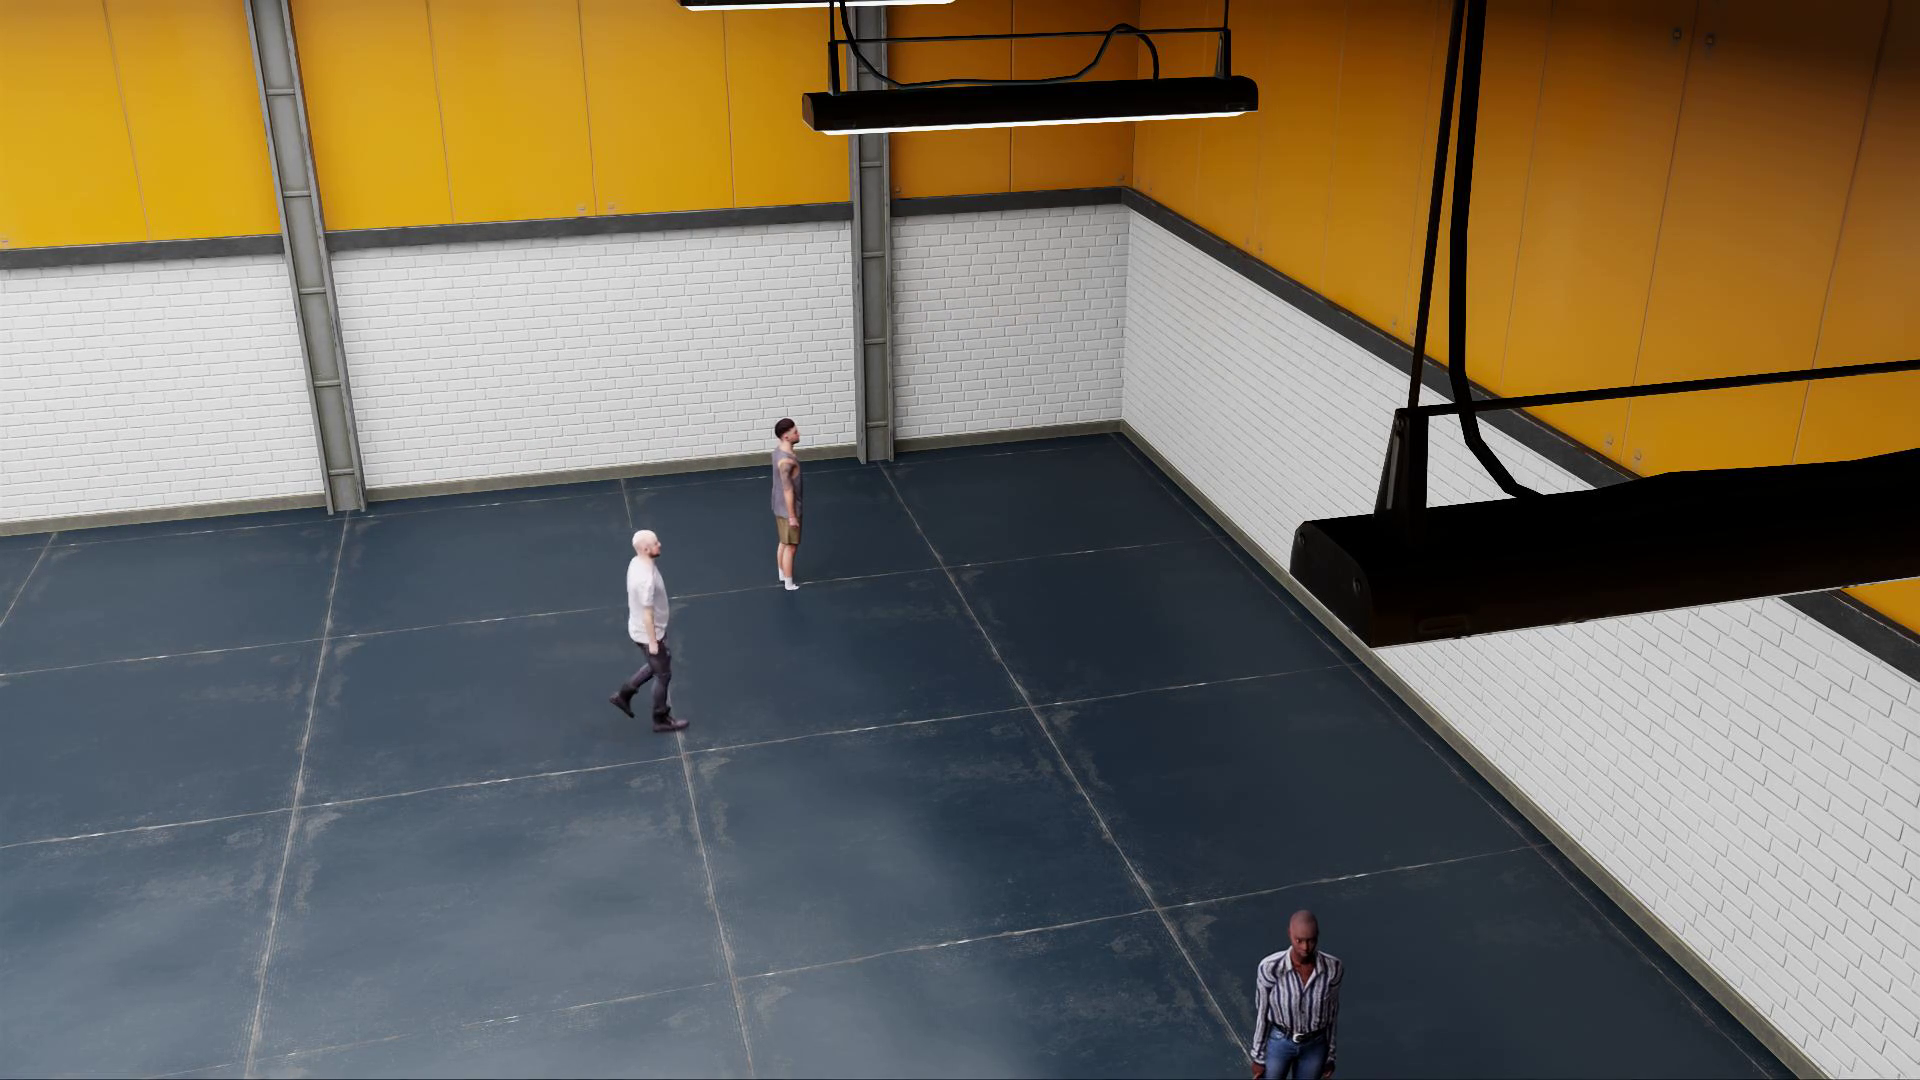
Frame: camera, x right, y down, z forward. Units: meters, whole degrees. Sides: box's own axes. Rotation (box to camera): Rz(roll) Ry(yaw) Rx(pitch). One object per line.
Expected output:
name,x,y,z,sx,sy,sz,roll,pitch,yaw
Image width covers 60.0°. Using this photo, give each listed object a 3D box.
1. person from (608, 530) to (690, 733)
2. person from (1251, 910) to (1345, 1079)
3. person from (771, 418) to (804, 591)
person,-2.632,0.764,13.657,0.849,1.814,0.670,-5,24,-12
person,1.813,2.777,9.077,0.539,1.795,0.733,-2,24,-4
person,-1.701,-0.326,16.382,0.568,1.846,0.629,-7,25,-16
